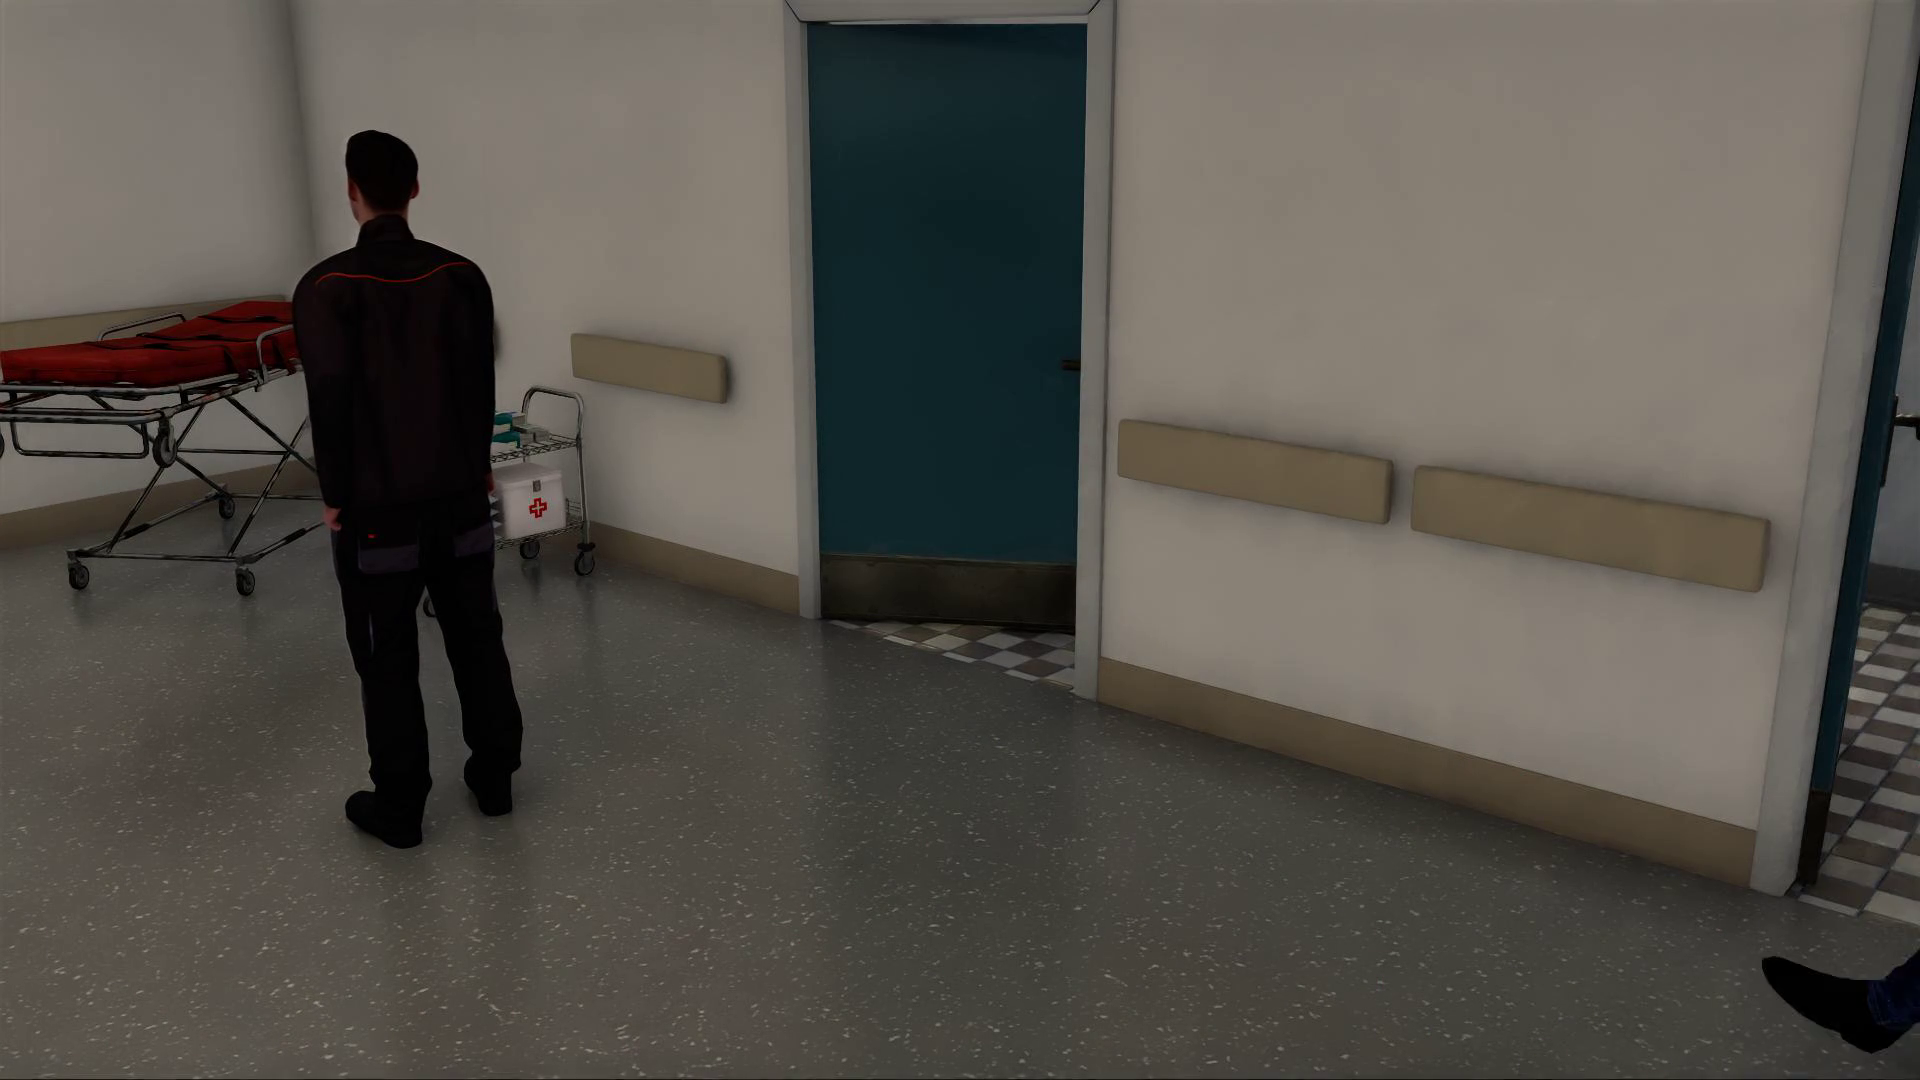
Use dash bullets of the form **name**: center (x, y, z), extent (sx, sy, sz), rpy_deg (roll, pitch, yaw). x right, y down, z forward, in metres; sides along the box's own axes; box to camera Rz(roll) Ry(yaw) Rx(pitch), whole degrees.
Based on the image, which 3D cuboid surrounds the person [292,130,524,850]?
- **person**: center (-1.483, -0.130, 4.488), extent (0.714, 1.915, 0.632), rpy_deg (-14, 21, -40)
